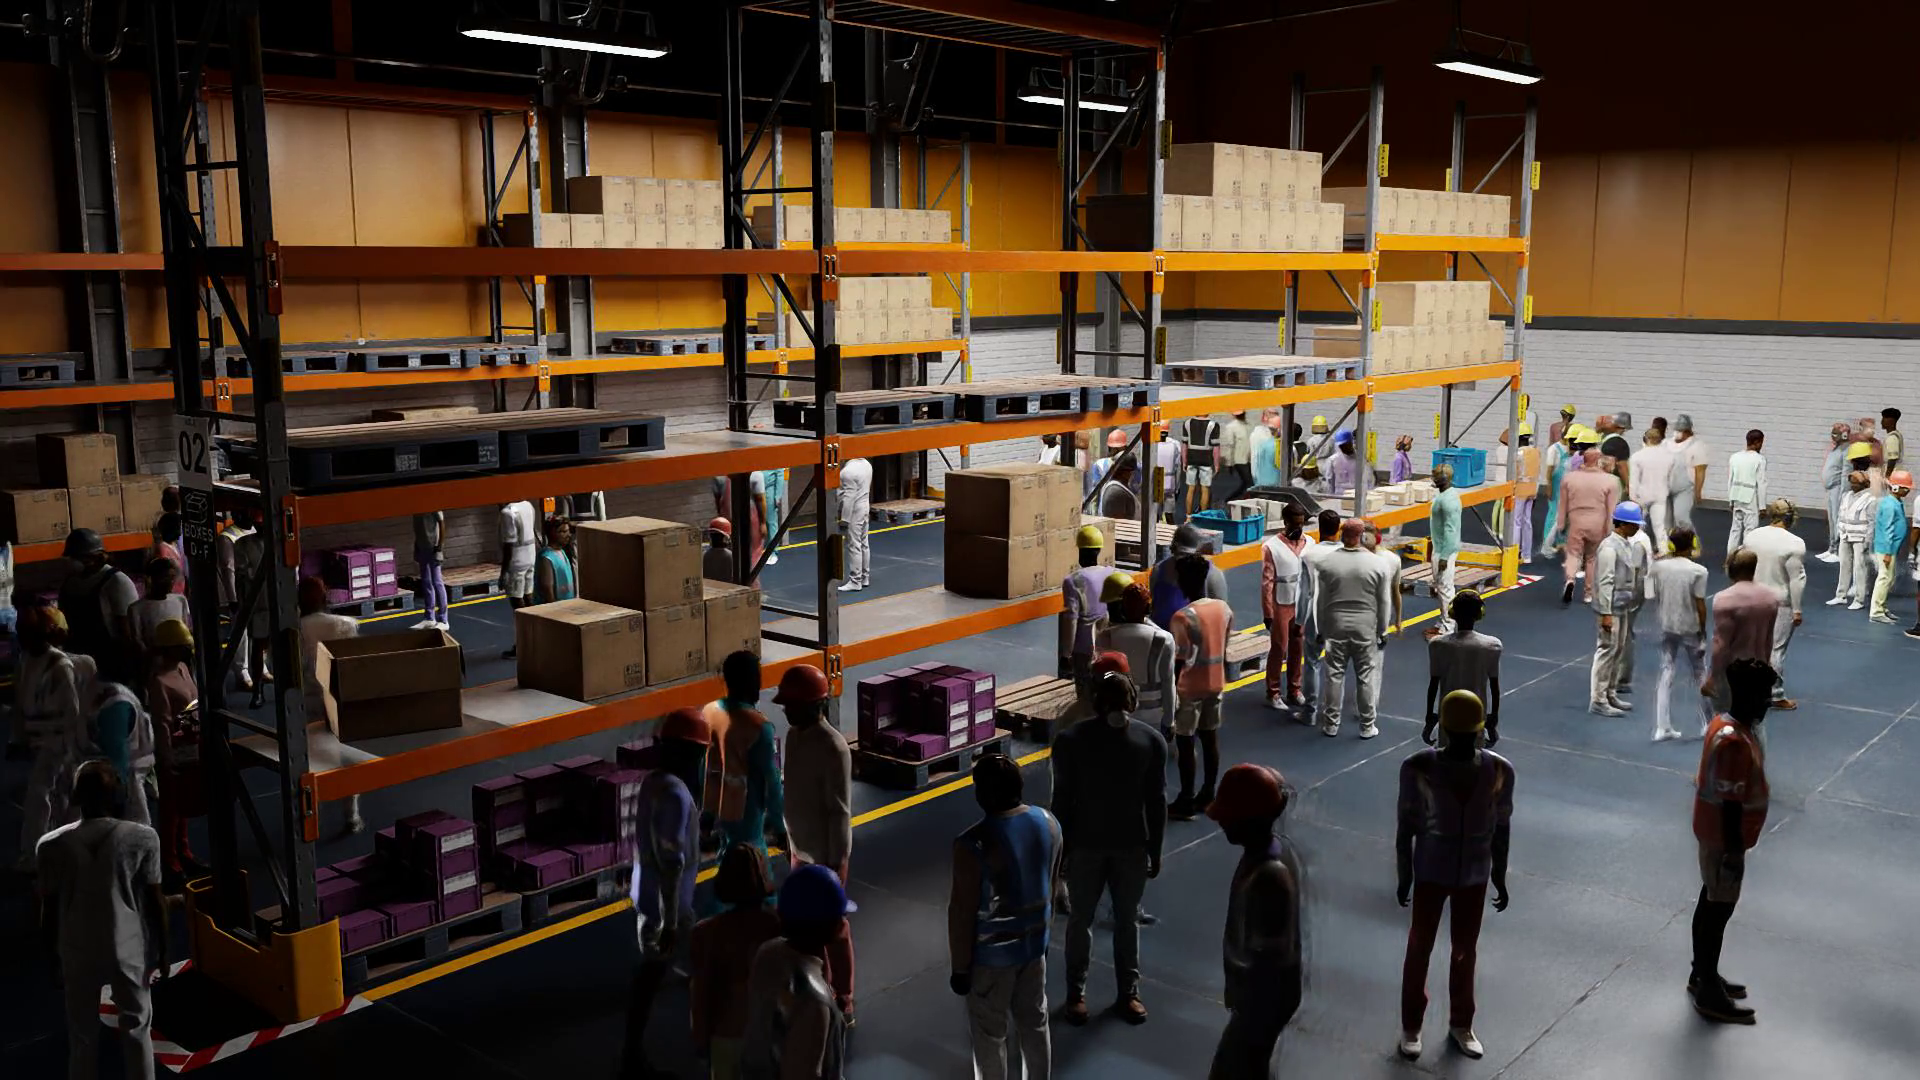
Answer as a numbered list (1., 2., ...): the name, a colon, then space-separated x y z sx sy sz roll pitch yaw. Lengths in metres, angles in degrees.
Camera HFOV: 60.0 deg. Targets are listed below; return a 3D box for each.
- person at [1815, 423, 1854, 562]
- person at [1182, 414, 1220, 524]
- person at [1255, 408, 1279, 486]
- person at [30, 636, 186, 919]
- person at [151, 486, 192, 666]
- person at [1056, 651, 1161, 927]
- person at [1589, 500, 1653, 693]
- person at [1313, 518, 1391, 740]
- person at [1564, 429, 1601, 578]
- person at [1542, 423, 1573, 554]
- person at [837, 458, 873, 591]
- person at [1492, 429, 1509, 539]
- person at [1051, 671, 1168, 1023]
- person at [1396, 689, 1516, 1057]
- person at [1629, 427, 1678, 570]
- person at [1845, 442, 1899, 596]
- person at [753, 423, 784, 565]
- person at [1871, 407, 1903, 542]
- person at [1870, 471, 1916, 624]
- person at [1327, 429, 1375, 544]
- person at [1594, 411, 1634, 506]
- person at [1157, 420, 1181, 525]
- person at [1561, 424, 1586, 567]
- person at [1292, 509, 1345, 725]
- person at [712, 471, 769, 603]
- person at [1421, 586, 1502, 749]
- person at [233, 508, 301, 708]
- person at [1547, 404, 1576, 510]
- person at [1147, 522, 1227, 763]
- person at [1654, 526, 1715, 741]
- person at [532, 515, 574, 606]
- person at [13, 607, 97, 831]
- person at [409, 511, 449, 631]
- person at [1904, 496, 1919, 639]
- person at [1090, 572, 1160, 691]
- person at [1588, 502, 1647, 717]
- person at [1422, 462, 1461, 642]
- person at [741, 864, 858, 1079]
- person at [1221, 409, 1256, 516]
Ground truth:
1. person: 11.900 -0.643 22.561 0.401 1.900 0.642 2 10 12
2. person: 3.693 -1.186 25.416 0.611 2.030 0.410 5 11 29
3. person: 4.790 -1.122 25.628 0.655 1.817 0.611 9 13 44
4. person: -5.251 1.481 10.163 0.767 1.809 0.679 -7 12 -37
5. person: -7.809 0.376 16.669 0.337 1.838 0.511 9 13 43
6. person: 0.867 1.531 10.157 0.587 1.688 0.879 -7 12 -35
7. person: 6.274 0.541 15.669 0.453 1.838 0.581 1 10 9
8. person: 3.341 0.755 14.196 0.638 1.903 0.406 3 10 18
9. person: 8.047 -0.467 21.412 0.364 1.928 0.586 2 10 11
10. person: 8.401 -0.728 23.252 0.521 1.833 0.343 -5 11 -29
11. person: -1.330 -0.315 20.587 0.407 1.902 0.639 3 10 19
12. person: 8.022 -0.829 24.445 0.268 1.632 0.507 -2 10 -10
13. person: 0.794 1.632 8.884 0.625 1.932 0.371 0 10 -3
14. person: 2.524 1.695 8.502 0.589 1.928 0.386 0 10 2
15. person: 9.177 -0.541 22.022 0.628 1.894 0.925 1 10 4
16. person: 10.995 -0.240 20.151 0.605 1.890 0.636 1 10 8
17. person: -2.678 -0.616 22.362 0.642 1.909 0.408 4 10 23
18. person: 13.456 -0.942 24.129 0.361 1.964 0.615 6 11 31
19. person: 10.495 0.079 18.721 0.354 1.738 0.573 6 11 33
20. person: 5.095 -0.500 21.689 0.637 1.908 0.410 3 10 15
21. person: 9.115 -0.864 23.446 0.864 2.000 0.684 0 10 0
22. person: 2.749 -0.700 22.774 0.544 1.939 0.354 -3 10 -17
23. person: 8.217 -0.589 22.185 0.394 1.918 0.592 5 11 30
24. person: 3.225 0.683 14.615 0.604 1.906 0.399 -3 10 -16
25. person: -2.569 -0.266 19.873 0.687 2.000 0.536 5 11 26
26. person: 3.425 1.241 11.373 0.514 1.876 0.328 1 10 5
27. person: -6.314 0.572 15.185 0.552 1.933 0.374 -4 10 -21
28. person: 9.845 -1.337 27.128 0.342 1.751 0.537 -7 12 -35
29. person: 1.777 0.824 13.366 0.688 2.000 0.651 5 11 28
30. person: 6.232 0.786 14.266 0.843 1.821 0.538 -8 12 -38
31. person: -3.606 0.688 14.753 0.381 1.844 0.566 -1 10 -4
32. person: -6.077 1.334 11.187 0.524 1.744 0.657 -1 10 -8
33. person: -5.835 0.094 18.235 0.512 1.872 0.330 8 13 41
34. person: 10.532 0.104 17.930 0.610 1.958 0.367 0 10 0
35. person: 1.149 1.164 11.727 0.595 1.912 0.399 9 13 42
36. person: 5.893 0.610 14.950 0.426 1.934 0.615 7 12 37
37. person: 5.175 0.132 17.804 0.353 1.936 0.635 2 10 12
38. person: -0.584 2.110 6.129 0.985 1.901 0.613 -5 11 -27
39. person: 4.436 -1.241 26.002 0.698 1.935 0.638 8 13 40
